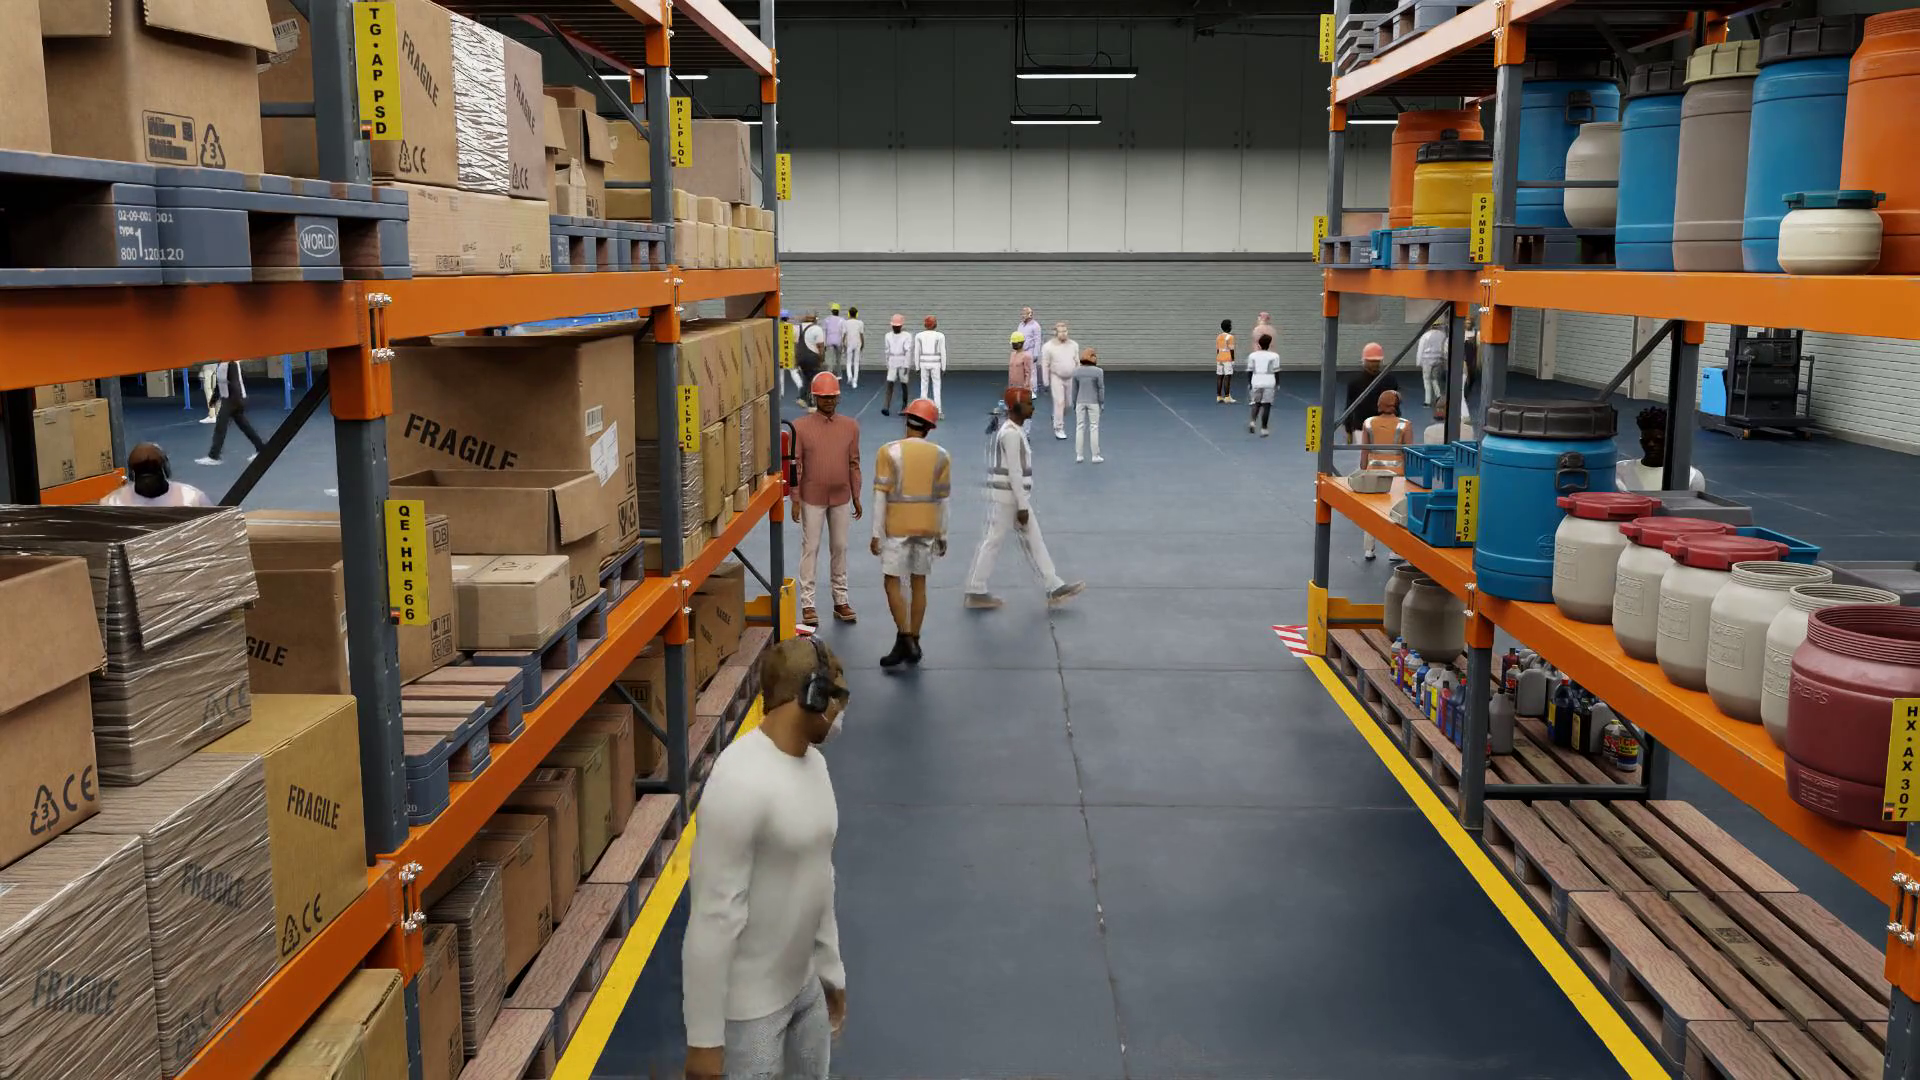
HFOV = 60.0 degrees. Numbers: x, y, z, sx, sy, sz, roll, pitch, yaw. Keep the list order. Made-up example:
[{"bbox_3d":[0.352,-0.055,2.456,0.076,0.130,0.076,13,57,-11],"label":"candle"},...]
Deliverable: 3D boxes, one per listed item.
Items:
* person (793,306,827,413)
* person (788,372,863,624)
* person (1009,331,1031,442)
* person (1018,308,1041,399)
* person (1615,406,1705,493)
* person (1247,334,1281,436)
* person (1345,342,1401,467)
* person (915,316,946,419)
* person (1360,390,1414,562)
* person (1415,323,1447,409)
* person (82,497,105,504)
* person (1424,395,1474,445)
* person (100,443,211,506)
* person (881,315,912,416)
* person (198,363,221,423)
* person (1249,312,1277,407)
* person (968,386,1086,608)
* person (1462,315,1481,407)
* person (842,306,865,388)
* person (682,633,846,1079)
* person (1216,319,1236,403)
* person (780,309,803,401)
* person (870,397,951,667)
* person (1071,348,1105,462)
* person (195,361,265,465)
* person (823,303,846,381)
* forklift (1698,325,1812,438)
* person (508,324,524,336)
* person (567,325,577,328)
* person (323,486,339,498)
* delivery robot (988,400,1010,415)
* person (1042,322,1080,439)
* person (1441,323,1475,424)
[{"bbox_3d":[-2.833,-3.443,31.797,0.545,2.000,0.686,-9,13,-44],"label":"person"},{"bbox_3d":[-1.064,-0.339,13.212,0.622,1.994,0.381,-5,11,-26],"label":"person"},{"bbox_3d":[0.932,-2.431,26.461,0.333,1.761,0.538,-6,11,-31],"label":"person"},{"bbox_3d":[1.399,-3.909,34.848,0.409,1.913,0.645,-8,13,-41],"label":"person"},{"bbox_3d":[4.297,0.144,10.408,0.611,1.965,0.362,4,10,24],"label":"person"},{"bbox_3d":[5.003,-2.546,27.366,0.539,1.681,0.360,6,11,31],"label":"person"},{"bbox_3d":[4.726,-1.309,19.173,0.602,1.953,0.984,-1,10,-7],"label":"person"},{"bbox_3d":[-0.536,-3.160,30.438,0.584,1.882,0.337,2,10,13],"label":"person"},{"bbox_3d":[4.086,-0.616,15.940,0.525,1.636,0.307,7,11,34],"label":"person"},{"bbox_3d":[9.248,-3.496,32.659,0.606,1.814,0.419,-4,10,-21],"label":"person"},{"bbox_3d":[-7.028,-0.326,13.368,0.586,1.917,0.380,-7,12,-37],"label":"person"},{"bbox_3d":[4.555,-0.561,15.692,0.509,1.617,0.604,-1,9,-4],"label":"person"},{"bbox_3d":[-4.636,0.358,9.604,0.655,1.806,0.873,-4,10,-20],"label":"person"},{"bbox_3d":[-1.181,-3.226,30.844,0.544,1.883,0.970,3,10,15],"label":"person"},{"bbox_3d":[-13.442,-3.029,29.736,0.313,1.865,0.514,1,10,6],"label":"person"},{"bbox_3d":[6.046,-3.587,33.065,0.684,1.863,0.493,-7,12,-37],"label":"person"},{"bbox_3d":[0.521,-0.341,13.697,0.998,1.828,0.602,1,10,8],"label":"person"},{"bbox_3d":[10.158,-3.601,33.314,0.517,1.815,0.763,2,10,11],"label":"person"},{"bbox_3d":[-2.418,-4.409,38.028,0.521,1.851,0.429,-1,9,-4],"label":"person"},{"bbox_3d":[-0.518,1.206,4.294,0.370,1.899,0.756,3,10,16],"label":"person"},{"bbox_3d":[5.423,-3.644,33.895,0.318,1.700,0.535,-5,11,-28],"label":"person"},{"bbox_3d":[-3.512,-3.796,34.196,0.621,1.917,0.883,-7,12,-37],"label":"person"},{"bbox_3d":[-0.326,-0.057,11.861,0.618,1.886,0.686,-3,10,-20],"label":"person"},{"bbox_3d":[1.836,-1.933,23.842,0.497,1.633,0.279,4,10,23],"label":"person"},{"bbox_3d":[-10.416,-2.033,23.760,1.015,1.870,0.607,-6,11,-32],"label":"person"},{"bbox_3d":[-3.023,-4.769,40.096,0.598,1.886,0.964,1,10,6],"label":"person"},{"bbox_3d":[13.248,-3.165,27.620,1.129,2.768,1.873,0,9,1],"label":"forklift"},{"bbox_3d":[-8.490,-3.380,31.617,0.482,1.931,0.652,-3,10,-19],"label":"person"},{"bbox_3d":[-6.188,-2.458,26.266,0.655,1.881,0.838,8,12,39],"label":"person"},{"bbox_3d":[-7.244,-1.329,19.983,0.512,1.697,0.865,7,12,37],"label":"person"},{"bbox_3d":[0.702,-2.246,28.013,0.335,0.223,0.698,3,10,19],"label":"delivery robot"},{"bbox_3d":[1.650,-2.612,27.149,0.666,1.887,0.622,-4,10,-25],"label":"person"},{"bbox_3d":[8.788,-2.939,29.366,0.495,1.805,0.647,-2,10,-14],"label":"person"}]
